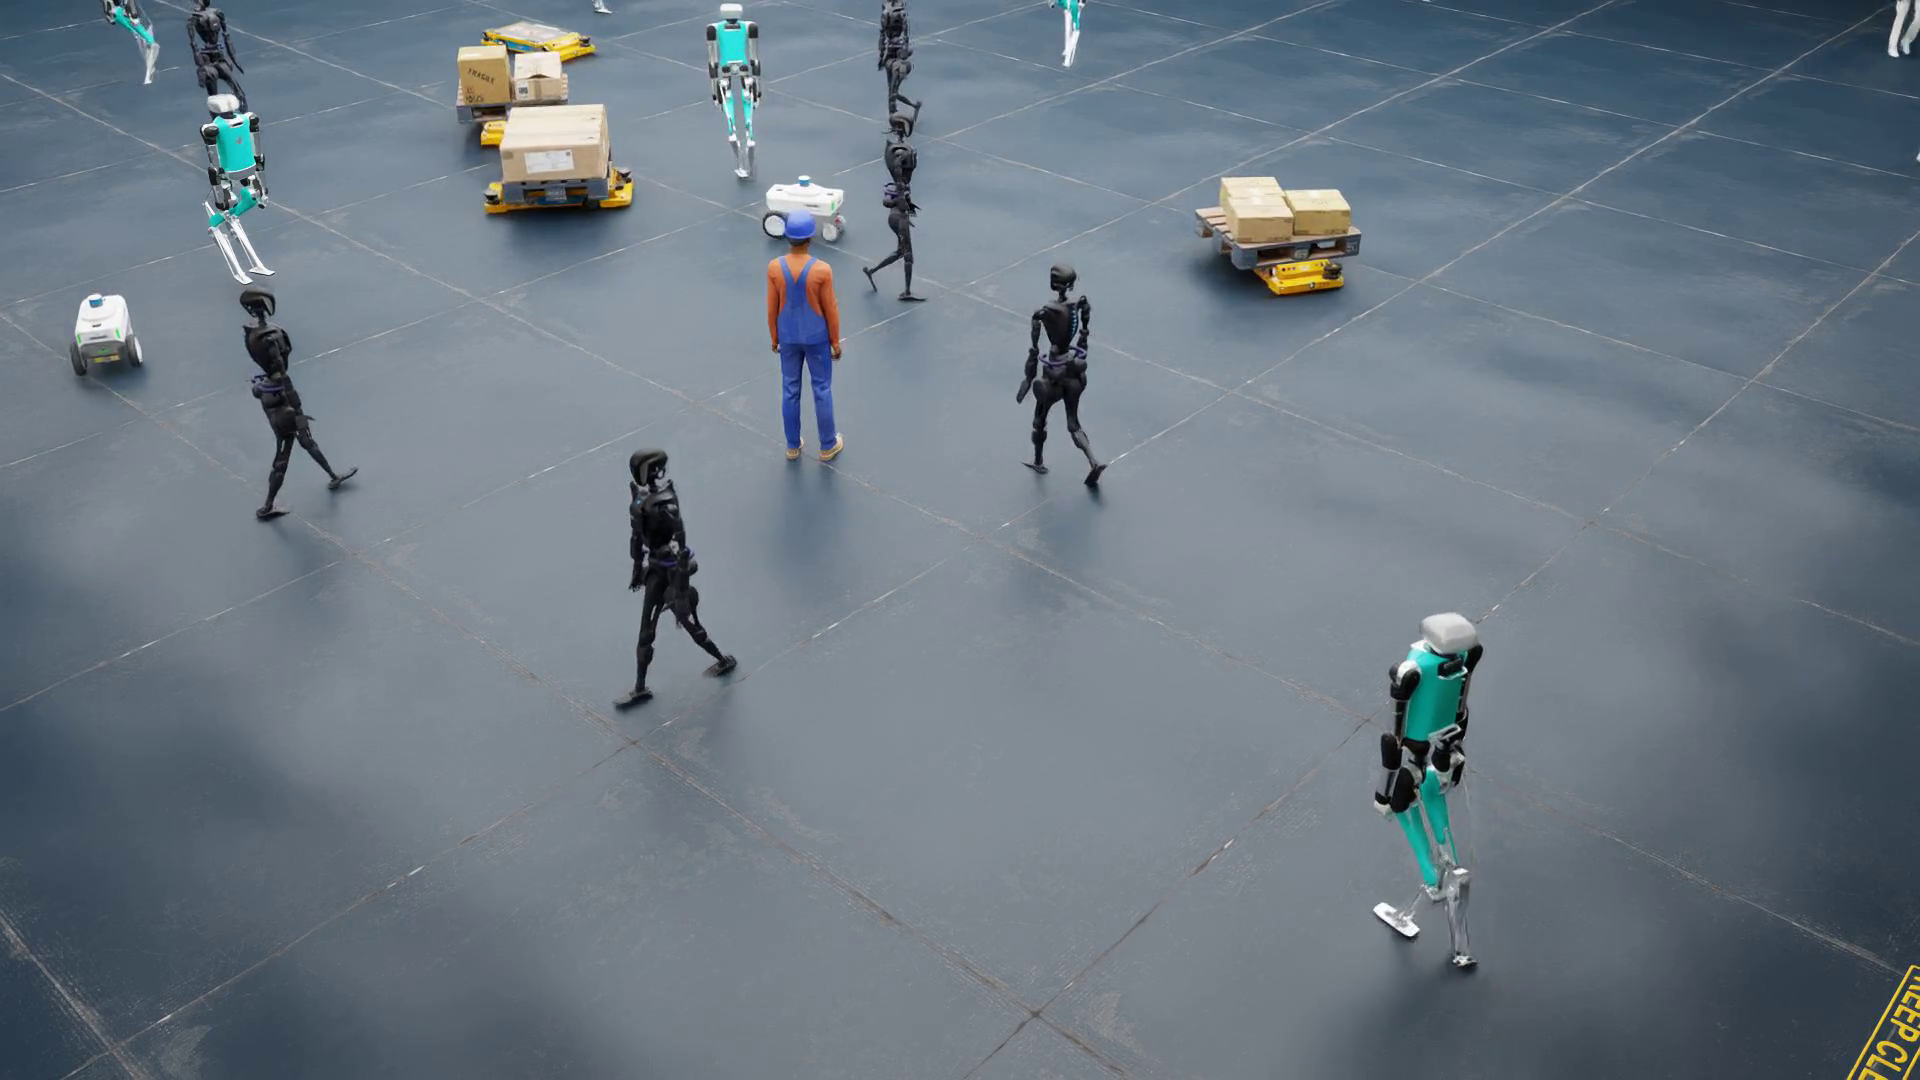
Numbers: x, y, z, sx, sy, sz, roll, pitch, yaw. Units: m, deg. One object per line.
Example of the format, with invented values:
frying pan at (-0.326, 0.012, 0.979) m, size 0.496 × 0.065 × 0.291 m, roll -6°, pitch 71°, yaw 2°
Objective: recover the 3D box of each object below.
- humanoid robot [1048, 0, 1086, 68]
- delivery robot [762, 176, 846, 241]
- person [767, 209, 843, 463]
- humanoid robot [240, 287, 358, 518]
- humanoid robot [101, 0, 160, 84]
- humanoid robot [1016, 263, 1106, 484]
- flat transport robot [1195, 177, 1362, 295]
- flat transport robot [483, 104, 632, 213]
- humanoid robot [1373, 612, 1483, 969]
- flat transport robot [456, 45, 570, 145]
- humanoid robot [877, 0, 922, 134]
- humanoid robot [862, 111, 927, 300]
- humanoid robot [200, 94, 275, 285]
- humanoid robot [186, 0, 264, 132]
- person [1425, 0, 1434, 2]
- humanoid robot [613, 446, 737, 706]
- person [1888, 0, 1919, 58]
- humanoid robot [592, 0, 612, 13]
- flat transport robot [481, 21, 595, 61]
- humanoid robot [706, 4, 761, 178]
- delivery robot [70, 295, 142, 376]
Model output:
humanoid robot at (1.375, -6.812, 20.735) m, size 0.544 × 1.742 × 0.959 m, roll 12°, pitch 34°, yaw 18°
delivery robot at (-1.489, -3.214, 16.050) m, size 0.769 × 0.587 × 0.499 m, roll 7°, pitch 33°, yaw 11°
person at (-1.110, -1.458, 11.961) m, size 0.529 × 1.908 × 0.413 m, roll 4°, pitch 32°, yaw 6°
humanoid robot at (-4.635, -0.974, 11.425) m, size 0.777 × 1.624 × 0.599 m, roll -22°, pitch 38°, yaw -31°
humanoid robot at (-10.013, -6.450, 20.206) m, size 0.531 × 1.808 × 0.797 m, roll 14°, pitch 34°, yaw 21°
humanoid robot at (0.726, -1.156, 11.702) m, size 0.590 × 1.639 × 0.689 m, roll -23°, pitch 39°, yaw -32°
flat transport robot at (2.926, -2.658, 15.434) m, size 0.659 × 0.231 × 1.431 m, roll -10°, pitch 33°, yaw -15°
flat transport robot at (-4.065, -3.552, 16.874) m, size 1.431 × 0.231 × 0.659 m, roll -5°, pitch 32°, yaw -7°
humanoid robot at (2.321, 1.283, 7.793) m, size 0.557 × 1.889 × 0.780 m, roll -20°, pitch 37°, yaw -29°
flat transport robot at (-5.041, -4.818, 18.912) m, size 0.659 × 0.231 × 1.431 m, roll -6°, pitch 32°, yaw -10°
humanoid robot at (-0.655, -5.391, 18.520) m, size 0.623 × 1.641 × 0.593 m, roll -19°, pitch 37°, yaw -28°
humanoid robot at (-0.588, -2.915, 14.532) m, size 0.604 × 1.644 × 0.586 m, roll 1°, pitch 32°, yaw 1°
humanoid robot at (-6.452, -3.113, 14.652) m, size 0.735 × 1.673 × 0.533 m, roll 19°, pitch 37°, yaw 28°
humanoid robot at (-8.154, -5.242, 18.268) m, size 0.567 × 1.640 × 0.589 m, roll 12°, pitch 34°, yaw 18°
person at (6.398, -8.574, 23.526) m, size 0.838 × 1.784 × 0.535 m, roll 27°, pitch 41°, yaw 36°
humanoid robot at (-1.682, 0.208, 9.540) m, size 0.793 × 1.631 × 0.599 m, roll -24°, pitch 39°, yaw -33°
person at (12.087, -6.915, 20.997) m, size 0.521 × 1.628 × 0.371 m, roll 2°, pitch 32°, yaw 4°
humanoid robot at (-5.109, -8.182, 22.933) m, size 0.590 × 1.768 × 0.878 m, roll 13°, pitch 34°, yaw 20°
flat transport robot at (-5.486, -6.463, 21.561) m, size 1.431 × 0.231 × 0.659 m, roll 20°, pitch 37°, yaw 29°
humanoid robot at (-2.263, -4.495, 17.045) m, size 0.533 × 1.821 × 0.768 m, roll -7°, pitch 33°, yaw -12°
delivery robot at (-7.019, -1.701, 13.639) m, size 0.499 × 0.613 × 0.807 m, roll -11°, pitch 33°, yaw -17°
